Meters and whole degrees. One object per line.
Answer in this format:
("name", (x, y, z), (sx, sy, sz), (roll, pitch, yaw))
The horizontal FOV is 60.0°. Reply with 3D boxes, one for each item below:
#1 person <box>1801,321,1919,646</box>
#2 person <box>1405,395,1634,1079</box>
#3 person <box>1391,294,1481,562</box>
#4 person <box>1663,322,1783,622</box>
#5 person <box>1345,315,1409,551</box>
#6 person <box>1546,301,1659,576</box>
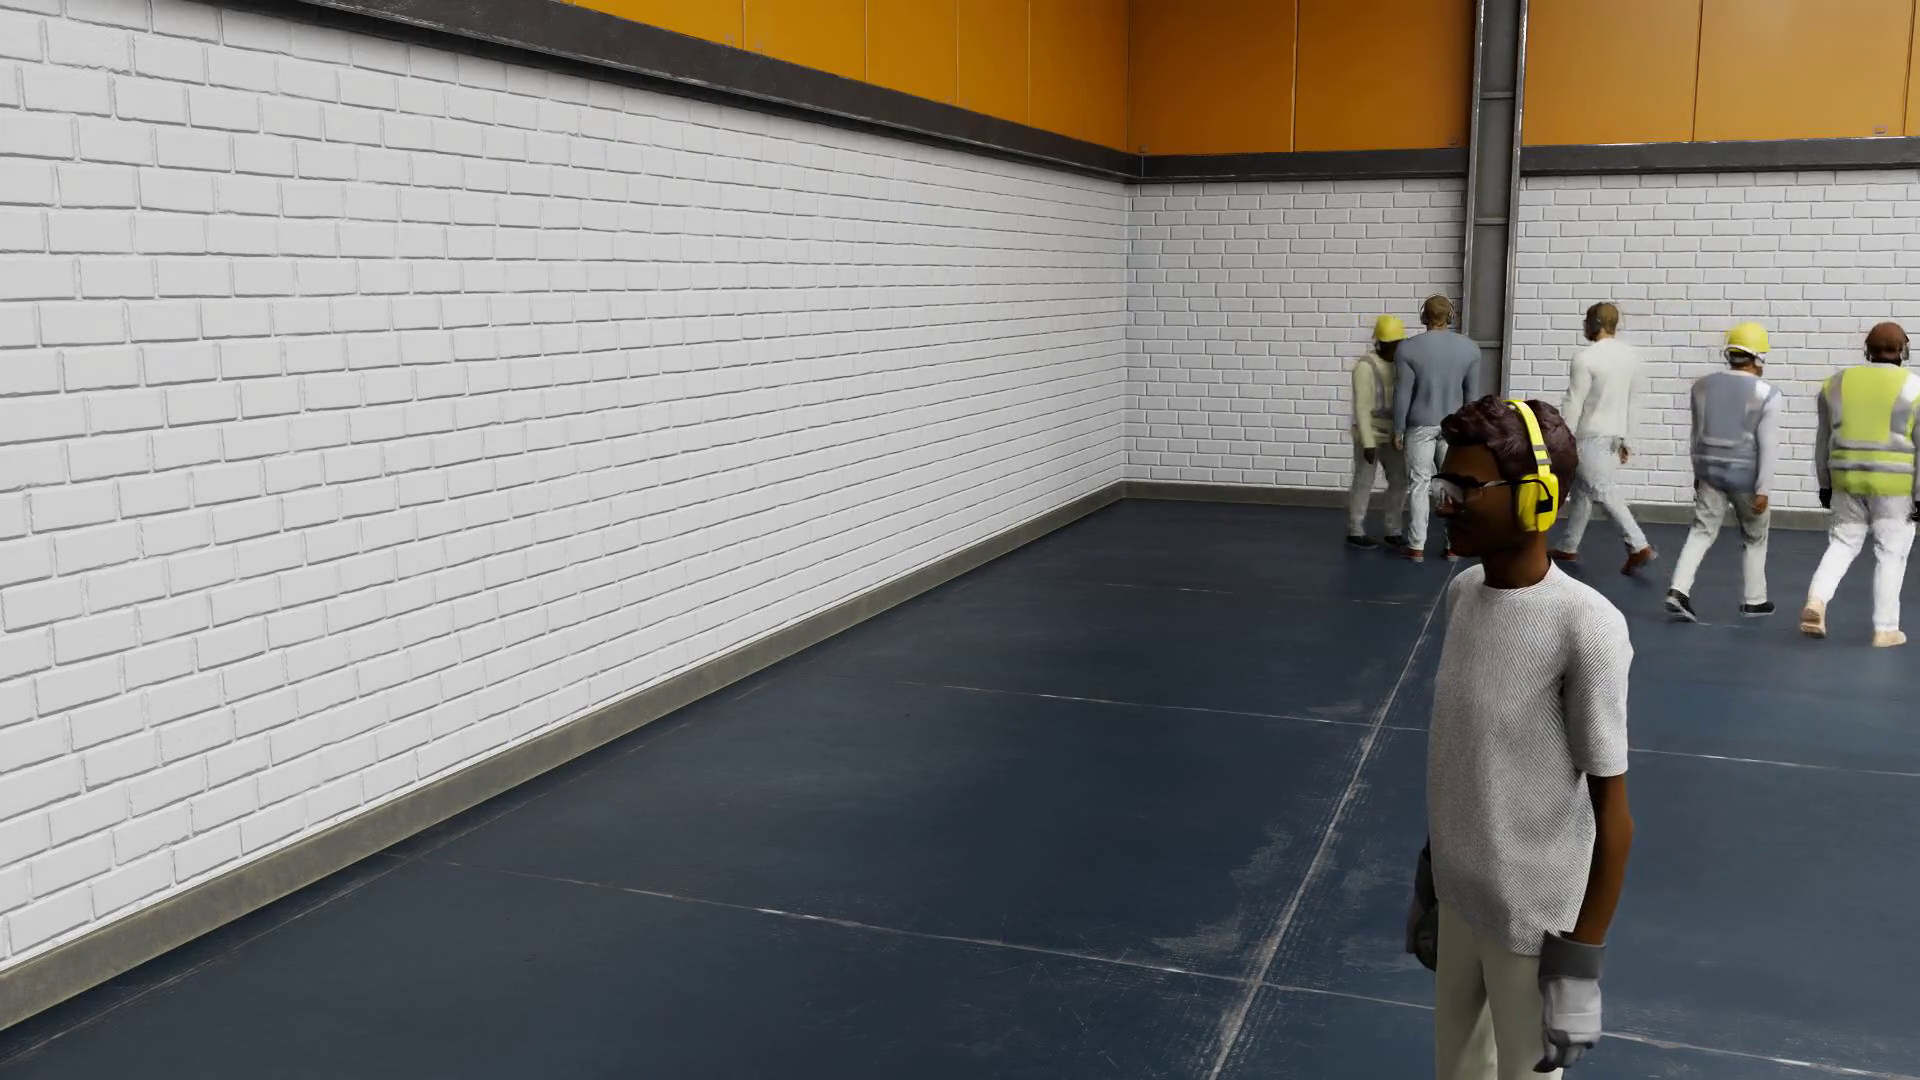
("person", (5.045, -0.293, 9.214), (0.615, 1.828, 0.641), (-7, 12, -39))
("person", (0.955, 0.680, 2.946), (0.309, 1.863, 0.535), (-2, 9, -14))
("person", (3.425, -0.802, 12.017), (0.634, 1.936, 0.351), (0, 9, -3))
("person", (4.580, -0.396, 9.916), (0.878, 1.805, 0.595), (-7, 11, -36))
("person", (3.119, -0.781, 12.385), (0.617, 1.779, 0.654), (-7, 11, -36))
("person", (4.501, -0.713, 11.595), (0.644, 1.904, 0.968), (-6, 11, -35))
